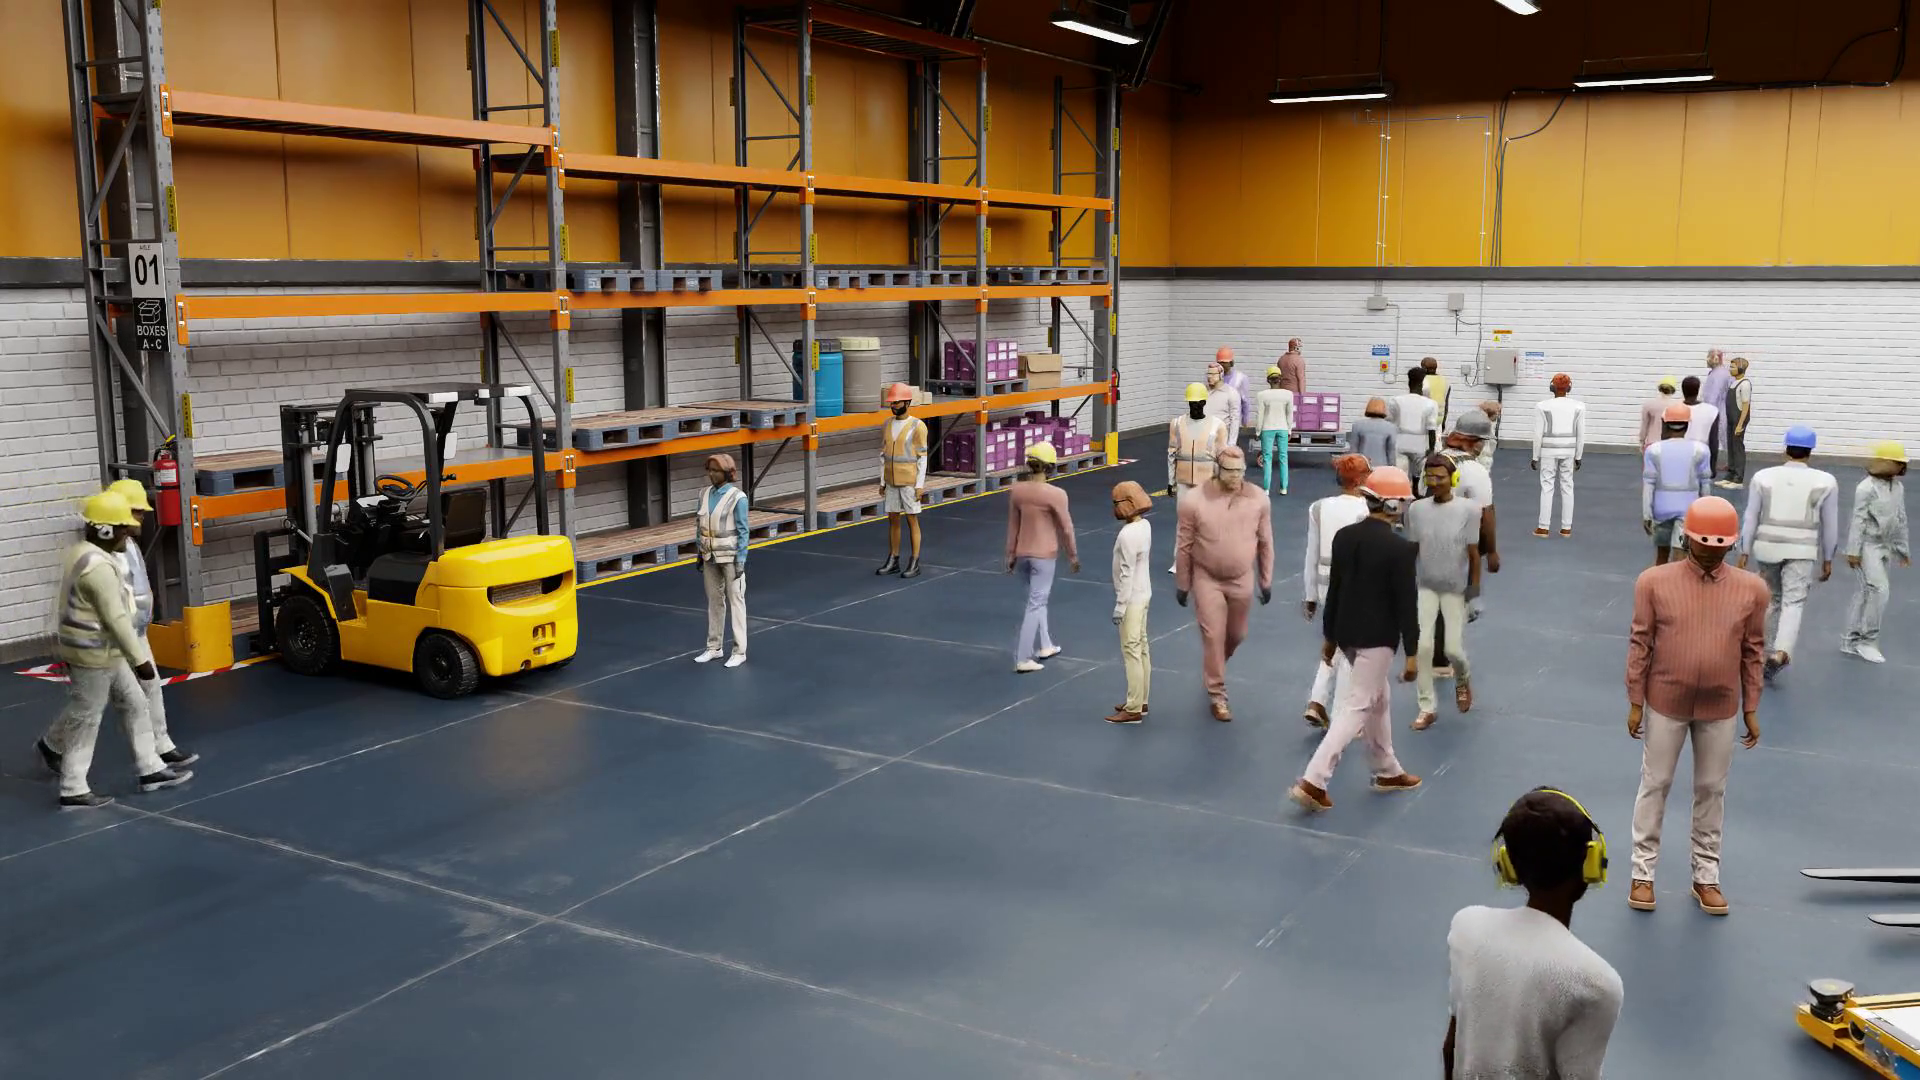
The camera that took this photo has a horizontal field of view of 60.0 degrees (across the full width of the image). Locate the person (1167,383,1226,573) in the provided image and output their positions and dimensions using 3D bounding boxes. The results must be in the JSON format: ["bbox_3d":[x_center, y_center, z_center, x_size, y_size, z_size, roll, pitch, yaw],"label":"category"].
[{"bbox_3d":[2.356,-0.611,16.644,0.585,1.927,0.366,3,10,19],"label":"person"}]

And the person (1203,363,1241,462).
[{"bbox_3d":[3.152,-1.250,20.695,0.642,1.909,0.408,7,11,37],"label":"person"}]

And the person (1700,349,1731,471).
[{"bbox_3d":[11.426,-1.972,25.366,0.999,1.855,0.648,2,9,14],"label":"person"}]

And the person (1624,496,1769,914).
[{"bbox_3d":[3.451,0.773,7.825,0.608,1.986,0.389,2,9,11],"label":"person"}]

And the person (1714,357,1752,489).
[{"bbox_3d":[10.846,-1.630,23.262,0.345,1.846,0.507,1,9,5],"label":"person"}]

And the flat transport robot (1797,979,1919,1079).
[{"bbox_3d":[3.756,1.930,5.939,0.652,0.197,1.431,-2,9,-10],"label":"flat transport robot"}]

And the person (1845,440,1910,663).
[{"bbox_3d":[7.166,0.088,12.897,0.504,1.722,0.593,-5,10,-27],"label":"person"}]

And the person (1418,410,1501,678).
[{"bbox_3d":[3.741,0.019,12.356,0.649,2.000,0.700,-2,9,-12],"label":"person"}]

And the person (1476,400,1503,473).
[{"bbox_3d":[5.748,-0.762,18.519,0.503,1.618,0.557,3,9,16],"label":"person"}]

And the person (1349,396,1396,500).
[{"bbox_3d":[4.681,-0.824,18.914,0.535,1.617,0.367,2,9,12],"label":"person"}]

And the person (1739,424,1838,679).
[{"bbox_3d":[6.129,0.097,12.333,0.654,1.905,0.908,7,11,35],"label":"person"}]

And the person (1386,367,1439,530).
[{"bbox_3d":[5.328,-1.088,19.673,0.607,1.919,0.990,3,10,17],"label":"person"}]

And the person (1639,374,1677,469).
[{"bbox_3d":[8.856,-1.218,20.996,0.526,1.744,0.580,4,10,22],"label":"person"}]

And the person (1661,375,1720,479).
[{"bbox_3d":[7.986,-0.852,18.238,0.601,1.902,0.737,5,10,26],"label":"person"}]

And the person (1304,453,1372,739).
[{"bbox_3d":[2.504,0.371,10.707,0.419,1.870,0.584,-7,12,-38],"label":"person"}]

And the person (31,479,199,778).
[{"bbox_3d":[-5.134,0.533,9.974,0.866,1.792,0.592,-1,9,-7],"label":"person"}]

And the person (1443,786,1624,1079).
[{"bbox_3d":[1.261,1.490,3.829,0.642,1.828,0.532,-6,11,-33],"label":"person"}]

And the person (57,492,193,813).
[{"bbox_3d":[-4.739,0.622,9.360,0.823,1.793,0.602,-5,10,-28],"label":"person"}]

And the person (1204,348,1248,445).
[{"bbox_3d":[3.685,-1.692,23.222,0.629,1.989,1.071,3,10,20],"label":"person"}]

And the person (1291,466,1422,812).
[{"bbox_3d":[2.269,0.554,9.358,1.008,1.954,0.638,-4,10,-26],"label":"person"}]

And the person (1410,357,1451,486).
[{"bbox_3d":[6.592,-1.659,23.458,0.634,1.839,0.429,-4,10,-25],"label":"person"}]

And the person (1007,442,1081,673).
[{"bbox_3d":[0.669,0.123,12.683,0.790,1.734,0.528,-9,13,-44],"label":"person"}]

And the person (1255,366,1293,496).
[{"bbox_3d":[4.248,-1.471,22.540,0.524,1.760,0.326,-1,9,-7],"label":"person"}]

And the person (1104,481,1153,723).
[{"bbox_3d":[1.143,0.414,11.160,0.289,1.632,0.497,3,10,20],"label":"person"}]

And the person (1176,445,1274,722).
[{"bbox_3d":[1.802,0.250,11.468,0.671,1.872,0.840,-1,9,-7],"label":"person"}]

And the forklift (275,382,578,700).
[{"bbox_3d":[-3.974,-0.067,12.417,2.313,2.155,1.214,5,11,30],"label":"forklift"}]

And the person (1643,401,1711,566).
[{"bbox_3d":[6.257,-0.261,14.576,0.543,1.903,0.949,5,10,27],"label":"person"}]

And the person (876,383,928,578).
[{"bbox_3d":[-0.584,-0.590,16.480,0.542,1.938,0.358,6,11,34],"label":"person"}]

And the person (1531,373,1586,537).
[{"bbox_3d":[6.809,-0.960,18.961,0.576,1.883,0.354,0,9,2],"label":"person"}]

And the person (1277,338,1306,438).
[{"bbox_3d":[5.725,-2.507,28.540,0.406,1.906,0.654,-5,10,-28],"label":"person"}]

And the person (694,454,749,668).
[{"bbox_3d":[-1.825,0.154,12.773,0.514,1.639,0.307,7,11,35],"label":"person"}]

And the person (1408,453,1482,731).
[{"bbox_3d":[3.219,0.328,11.040,0.539,1.850,0.590,6,11,34],"label":"person"}]
